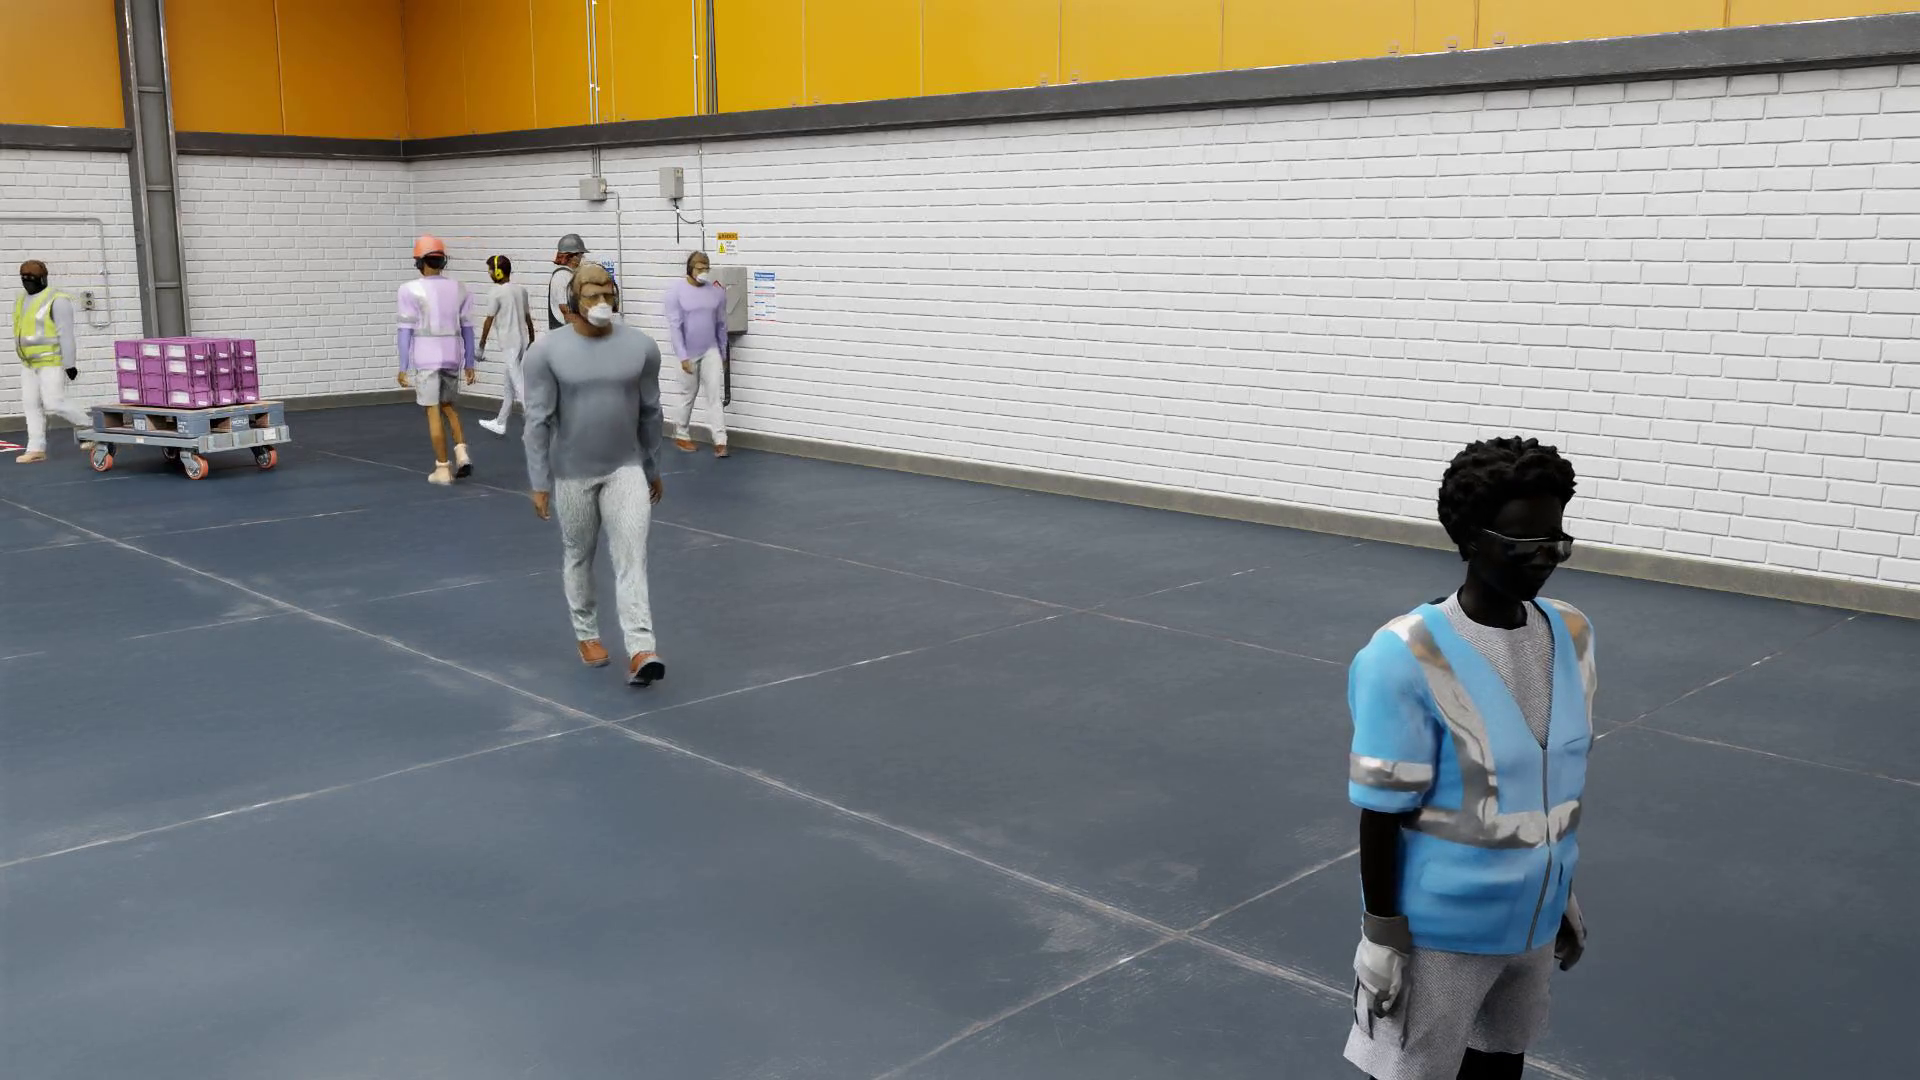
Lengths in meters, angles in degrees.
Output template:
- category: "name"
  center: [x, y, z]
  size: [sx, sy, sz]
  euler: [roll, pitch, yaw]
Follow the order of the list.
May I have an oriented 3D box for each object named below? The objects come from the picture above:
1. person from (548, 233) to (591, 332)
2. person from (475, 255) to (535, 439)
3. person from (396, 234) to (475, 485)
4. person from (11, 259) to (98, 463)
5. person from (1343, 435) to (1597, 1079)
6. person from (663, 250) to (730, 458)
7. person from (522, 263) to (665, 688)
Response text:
- category: "person"
  center: [-3.809, -2.016, 16.539]
  size: [0.536, 2.000, 0.678]
  euler: [-3, 11, -16]
- category: "person"
  center: [-4.509, -1.890, 16.450]
  size: [0.936, 1.818, 0.506]
  euler: [4, 11, 22]
- category: "person"
  center: [-4.265, -1.450, 13.502]
  size: [0.431, 2.028, 0.607]
  euler: [9, 14, 41]
- category: "person"
  center: [-8.139, -1.605, 14.916]
  size: [0.650, 1.814, 0.644]
  euler: [5, 12, 26]
- category: "person"
  center: [0.890, 0.656, 2.899]
  size: [0.540, 1.697, 0.317]
  euler: [-6, 12, -30]
- category: "person"
  center: [-2.430, -1.711, 15.306]
  size: [0.643, 1.893, 0.882]
  euler: [-7, 12, -32]
- category: "person"
  center: [-1.615, -0.284, 7.492]
  size: [0.655, 1.887, 1.017]
  euler: [-5, 11, -24]
